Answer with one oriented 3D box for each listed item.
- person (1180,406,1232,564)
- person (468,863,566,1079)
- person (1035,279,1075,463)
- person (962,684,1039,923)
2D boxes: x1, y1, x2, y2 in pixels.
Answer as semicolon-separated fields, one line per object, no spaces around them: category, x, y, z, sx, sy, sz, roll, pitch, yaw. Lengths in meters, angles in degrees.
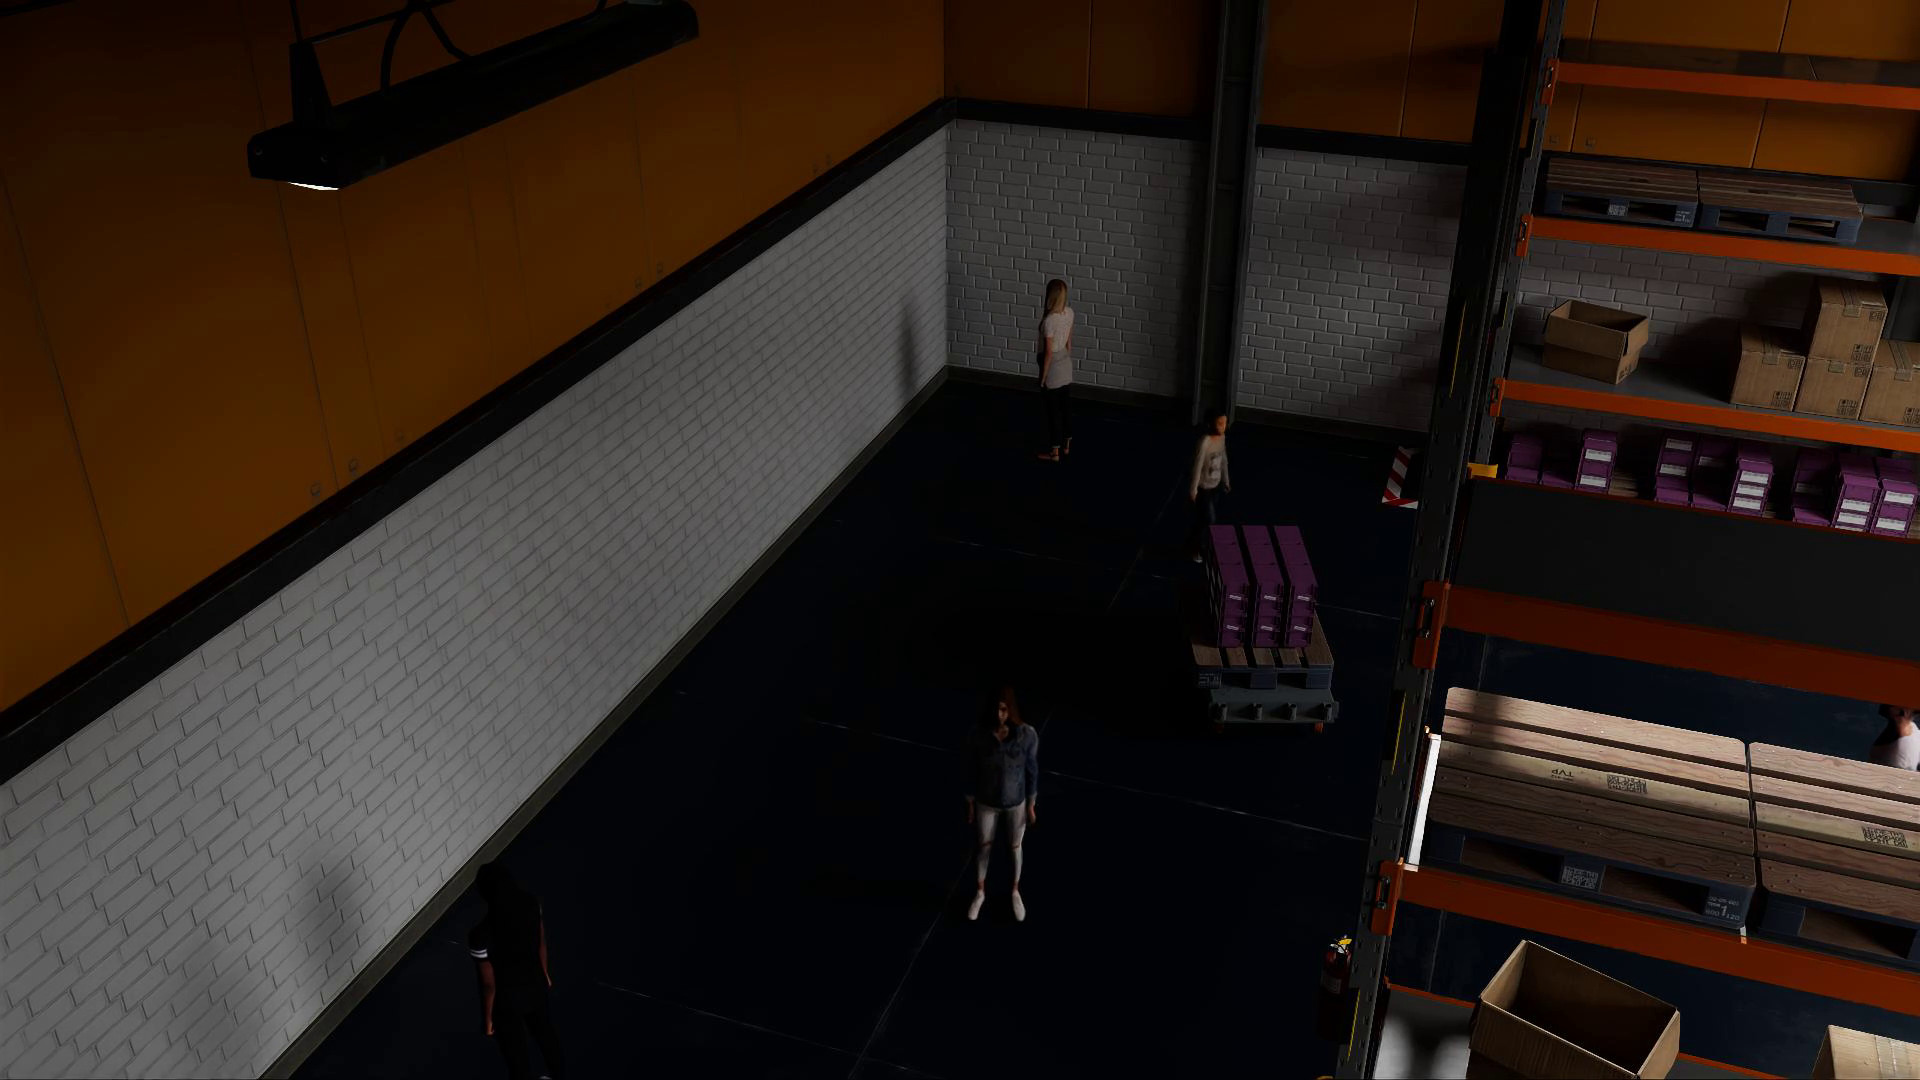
person;2.051;-0.486;14.292;0.643;1.455;0.636;21;35;34
person;-2.329;2.389;8.735;0.622;1.730;0.662;18;33;29
person;0.930;-1.633;16.009;0.644;1.826;0.669;21;35;34
person;0.245;1.597;10.216;0.555;1.702;0.731;1;29;2
